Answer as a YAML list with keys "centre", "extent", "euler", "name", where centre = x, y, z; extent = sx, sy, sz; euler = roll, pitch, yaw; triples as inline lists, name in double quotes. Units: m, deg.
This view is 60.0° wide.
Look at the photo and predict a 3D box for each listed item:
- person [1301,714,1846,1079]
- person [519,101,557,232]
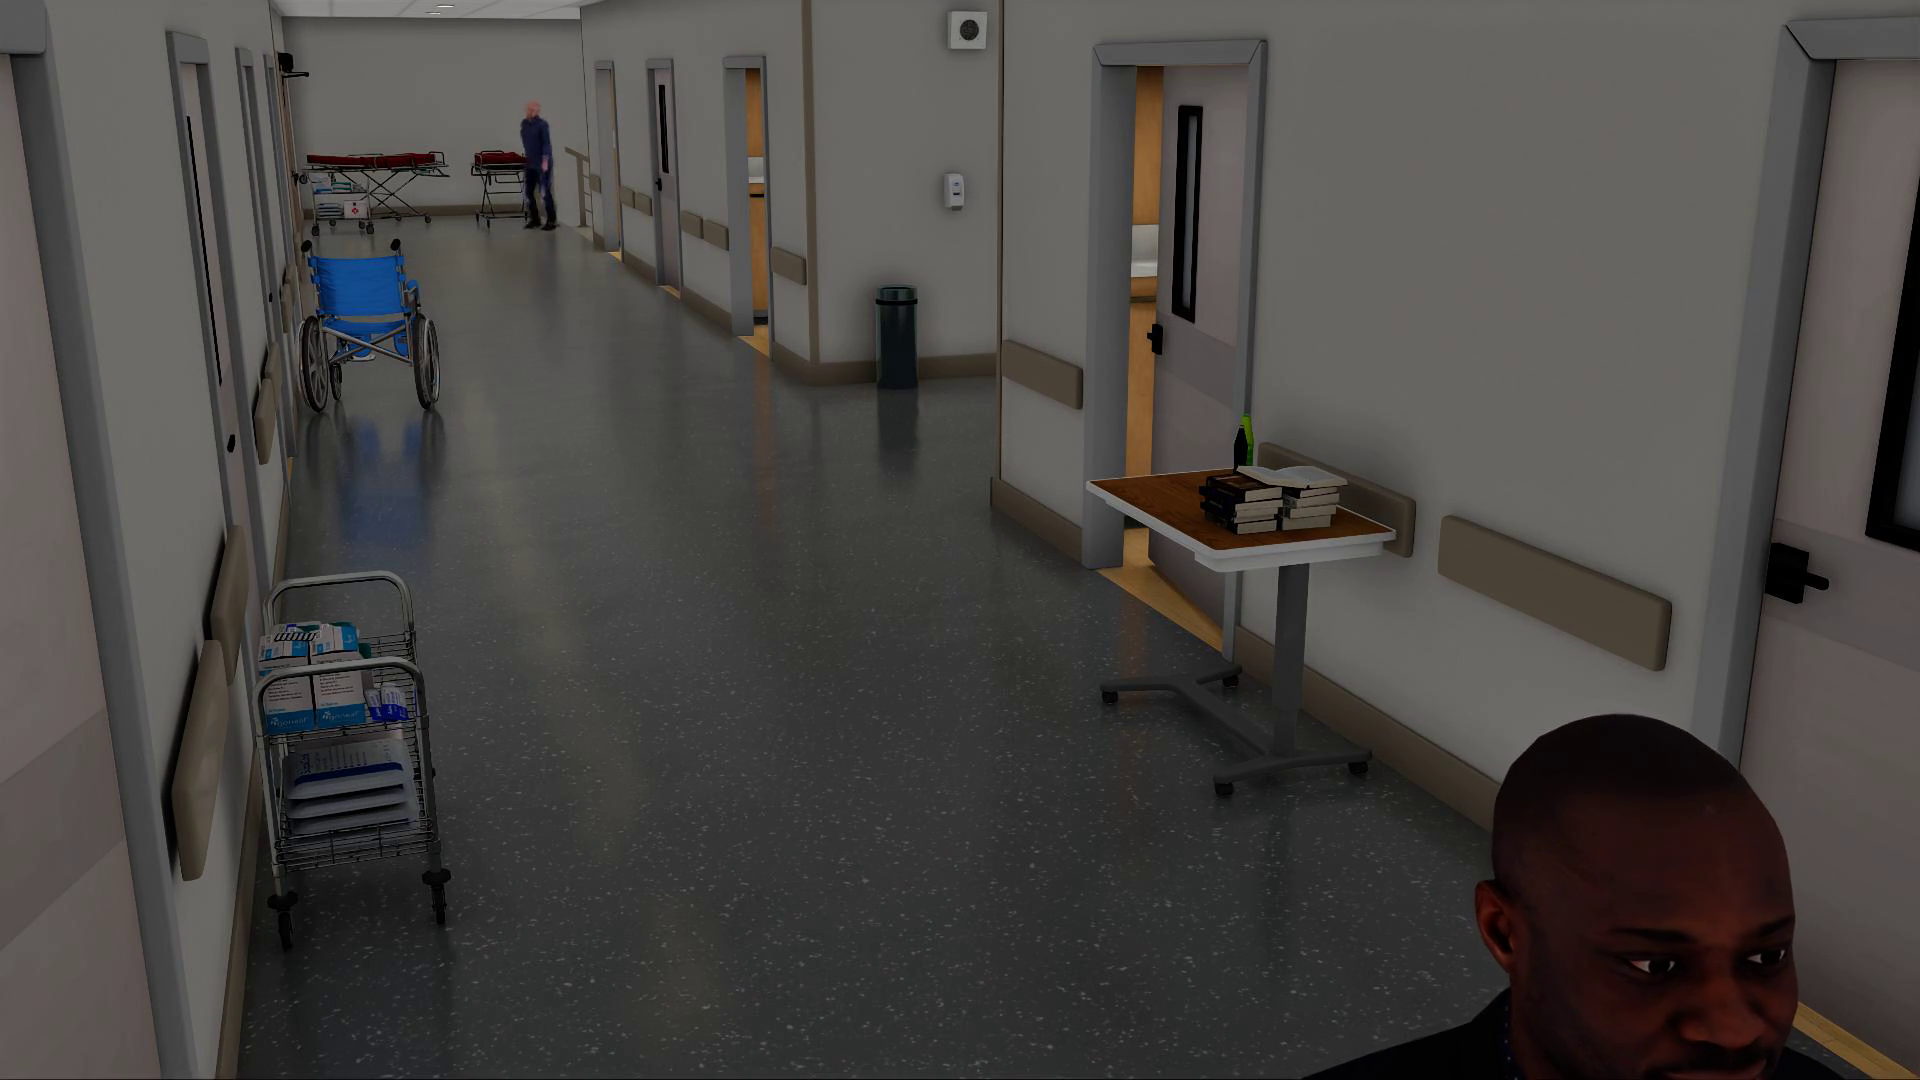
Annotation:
- centre: [0.414, 0.979, 1.267]
  extent: [0.708, 1.817, 0.602]
  euler: [-4, 16, -15]
  name: "person"
- centre: [-5.902, -5.230, 23.339]
  extent: [0.888, 1.790, 0.951]
  euler: [11, 19, 34]
  name: "person"
